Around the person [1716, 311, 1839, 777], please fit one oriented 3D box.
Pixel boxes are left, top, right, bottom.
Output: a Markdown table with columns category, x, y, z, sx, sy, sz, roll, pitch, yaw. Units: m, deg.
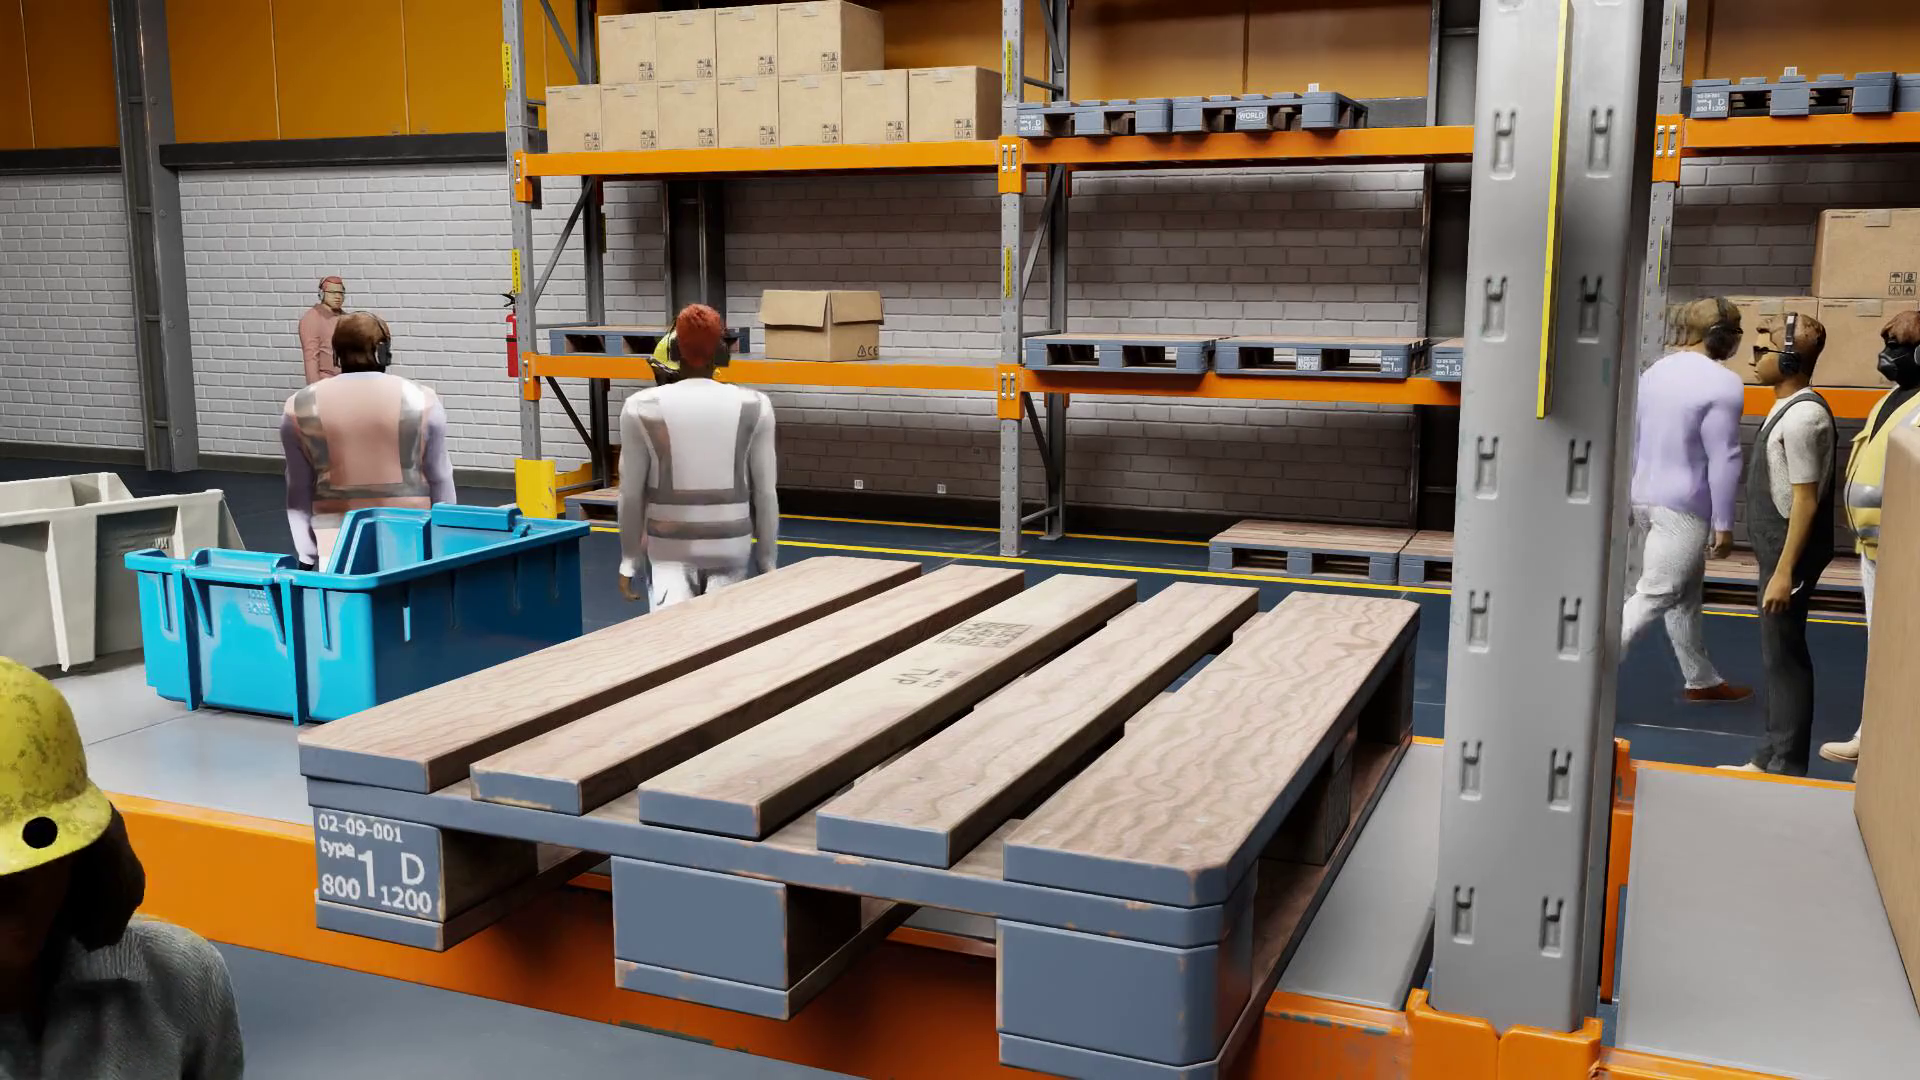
| category | x | y | z | sx | sy | sz | roll | pitch | yaw |
| --- | --- | --- | --- | --- | --- | --- | --- | --- | --- |
| person | 3.030 | 0.086 | 6.142 | 0.342 | 1.845 | 0.506 | 4 | 10 | 24 |

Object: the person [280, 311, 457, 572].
| category | x | y | z | sx | sy | sz | roll | pitch | yaw |
| --- | --- | --- | --- | --- | --- | --- | --- | --- | --- |
| person | -2.274 | 0.035 | 6.481 | 0.620 | 1.838 | 0.430 | -2 | 10 | -13 |

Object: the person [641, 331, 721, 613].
| category | x | y | z | sx | sy | sz | roll | pitch | yaw |
| --- | --- | --- | --- | --- | --- | --- | --- | --- | --- |
| person | -1.074 | 0.067 | 6.500 | 0.318 | 1.766 | 0.534 | -6 | 11 | -31 |

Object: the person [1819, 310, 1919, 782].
| category | x | y | z | sx | sy | sz | roll | pitch | yaw |
| --- | --- | --- | --- | --- | --- | --- | --- | --- | --- |
| person | 3.650 | 0.038 | 6.443 | 0.430 | 1.844 | 0.624 | 2 | 10 | 10 |

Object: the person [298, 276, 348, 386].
| category | x | y | z | sx | sy | sz | roll | pitch | yaw |
| --- | --- | --- | --- | --- | --- | --- | --- | --- | --- |
| person | -5.433 | -1.337 | 14.492 | 0.399 | 1.905 | 0.642 | 3 | 10 | 15 |

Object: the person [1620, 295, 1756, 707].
| category | x | y | z | sx | sy | sz | roll | pitch | yaw |
| --- | --- | --- | --- | --- | --- | --- | --- | --- | --- |
| person | 3.107 | -0.132 | 7.361 | 1.006 | 1.893 | 0.670 | -2 | 10 | -10 |

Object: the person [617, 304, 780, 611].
| category | x | y | z | sx | sy | sz | roll | pitch | yaw |
| --- | --- | --- | --- | --- | --- | --- | --- | --- | --- |
| person | -0.982 | 0.059 | 6.259 | 0.602 | 1.876 | 0.470 | -3 | 10 | -17 |

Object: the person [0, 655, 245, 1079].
| category | x | y | z | sx | sy | sz | roll | pitch | yaw |
| --- | --- | --- | --- | --- | --- | --- | --- | --- | --- |
| person | -0.892 | 0.918 | 1.557 | 0.779 | 1.715 | 0.495 | 4 | 10 | 25 |
